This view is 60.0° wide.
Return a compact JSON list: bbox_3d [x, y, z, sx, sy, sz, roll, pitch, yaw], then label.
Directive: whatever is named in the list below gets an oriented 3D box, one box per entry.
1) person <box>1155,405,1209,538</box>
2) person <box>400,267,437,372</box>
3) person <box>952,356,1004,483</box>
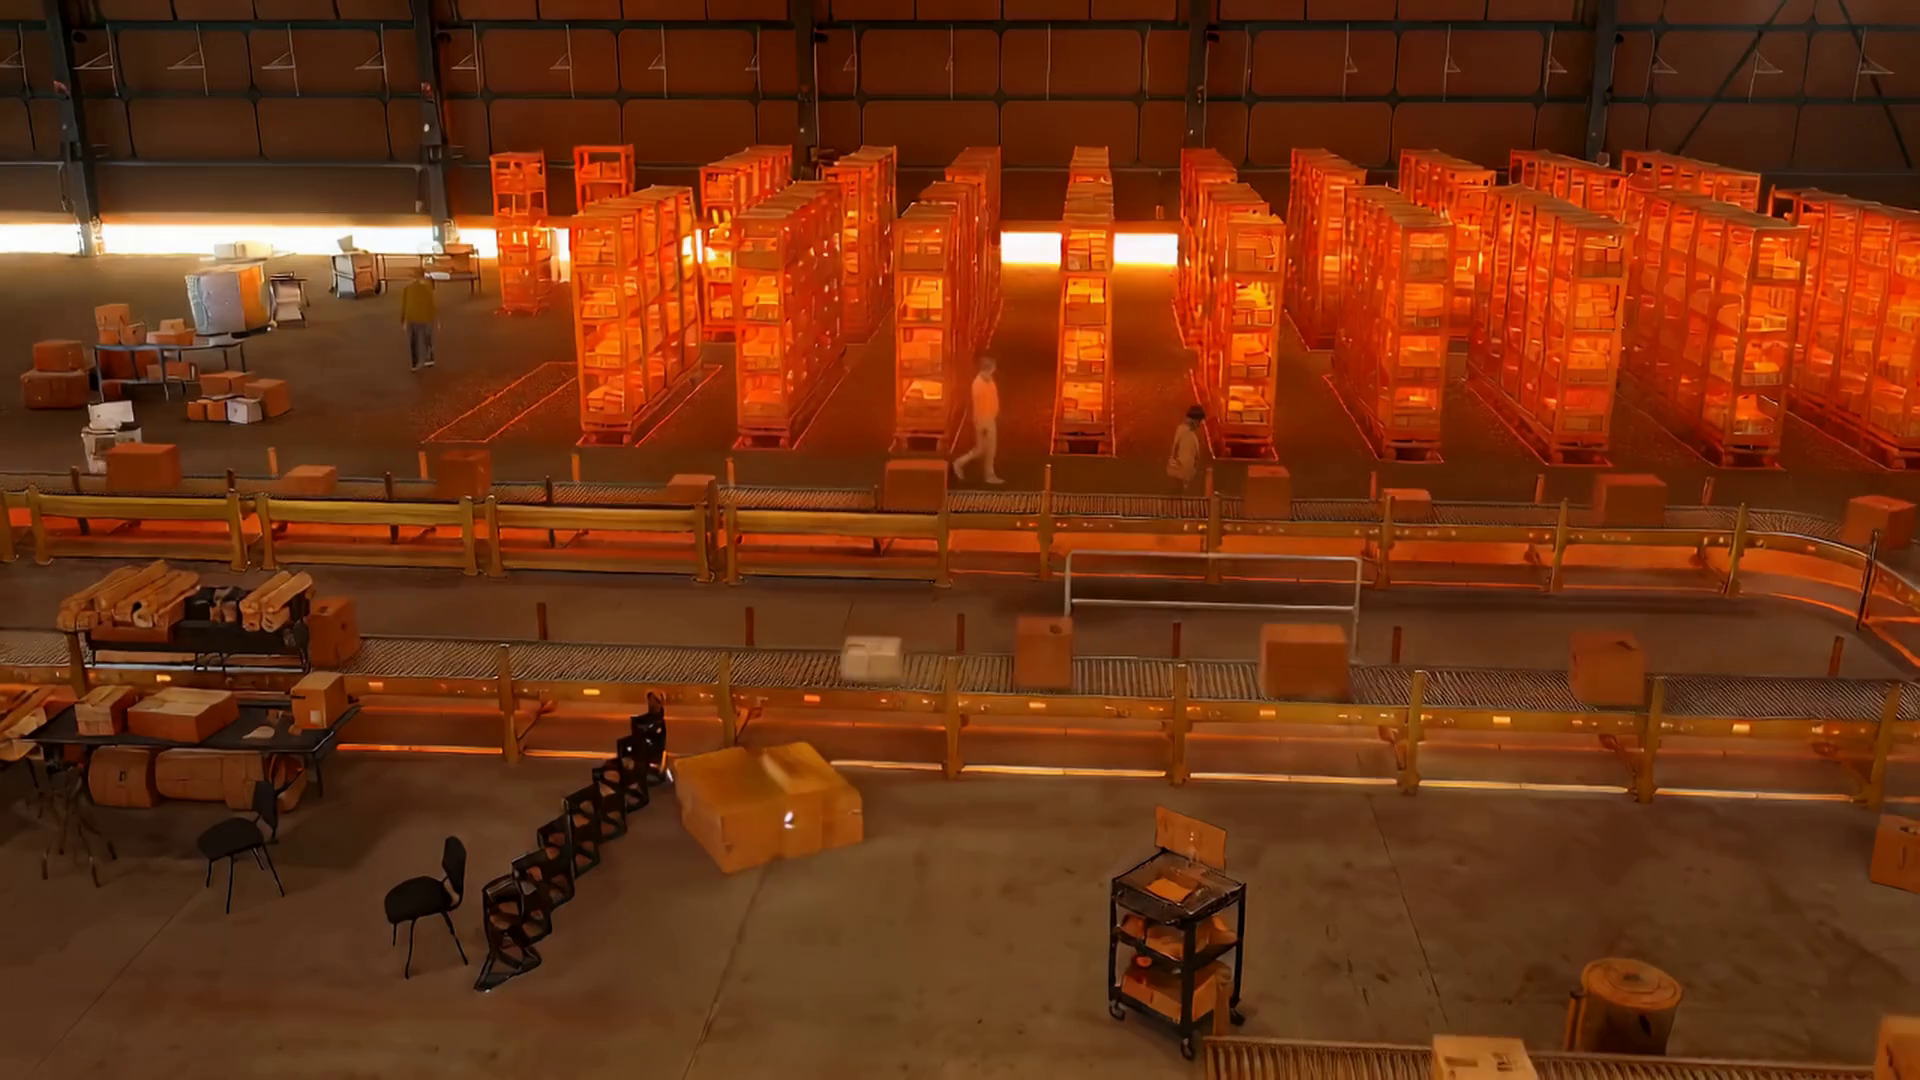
[{"bbox_3d":[2.944,-0.875,21.462,0.878,1.770,0.616,0,17,-1],"label":"person"},{"bbox_3d":[-10.313,-4.211,31.727,0.674,1.948,0.440,-9,20,-26],"label":"person"},{"bbox_3d":[0.277,-1.722,23.921,0.648,1.894,0.641,4,18,13],"label":"person"}]
